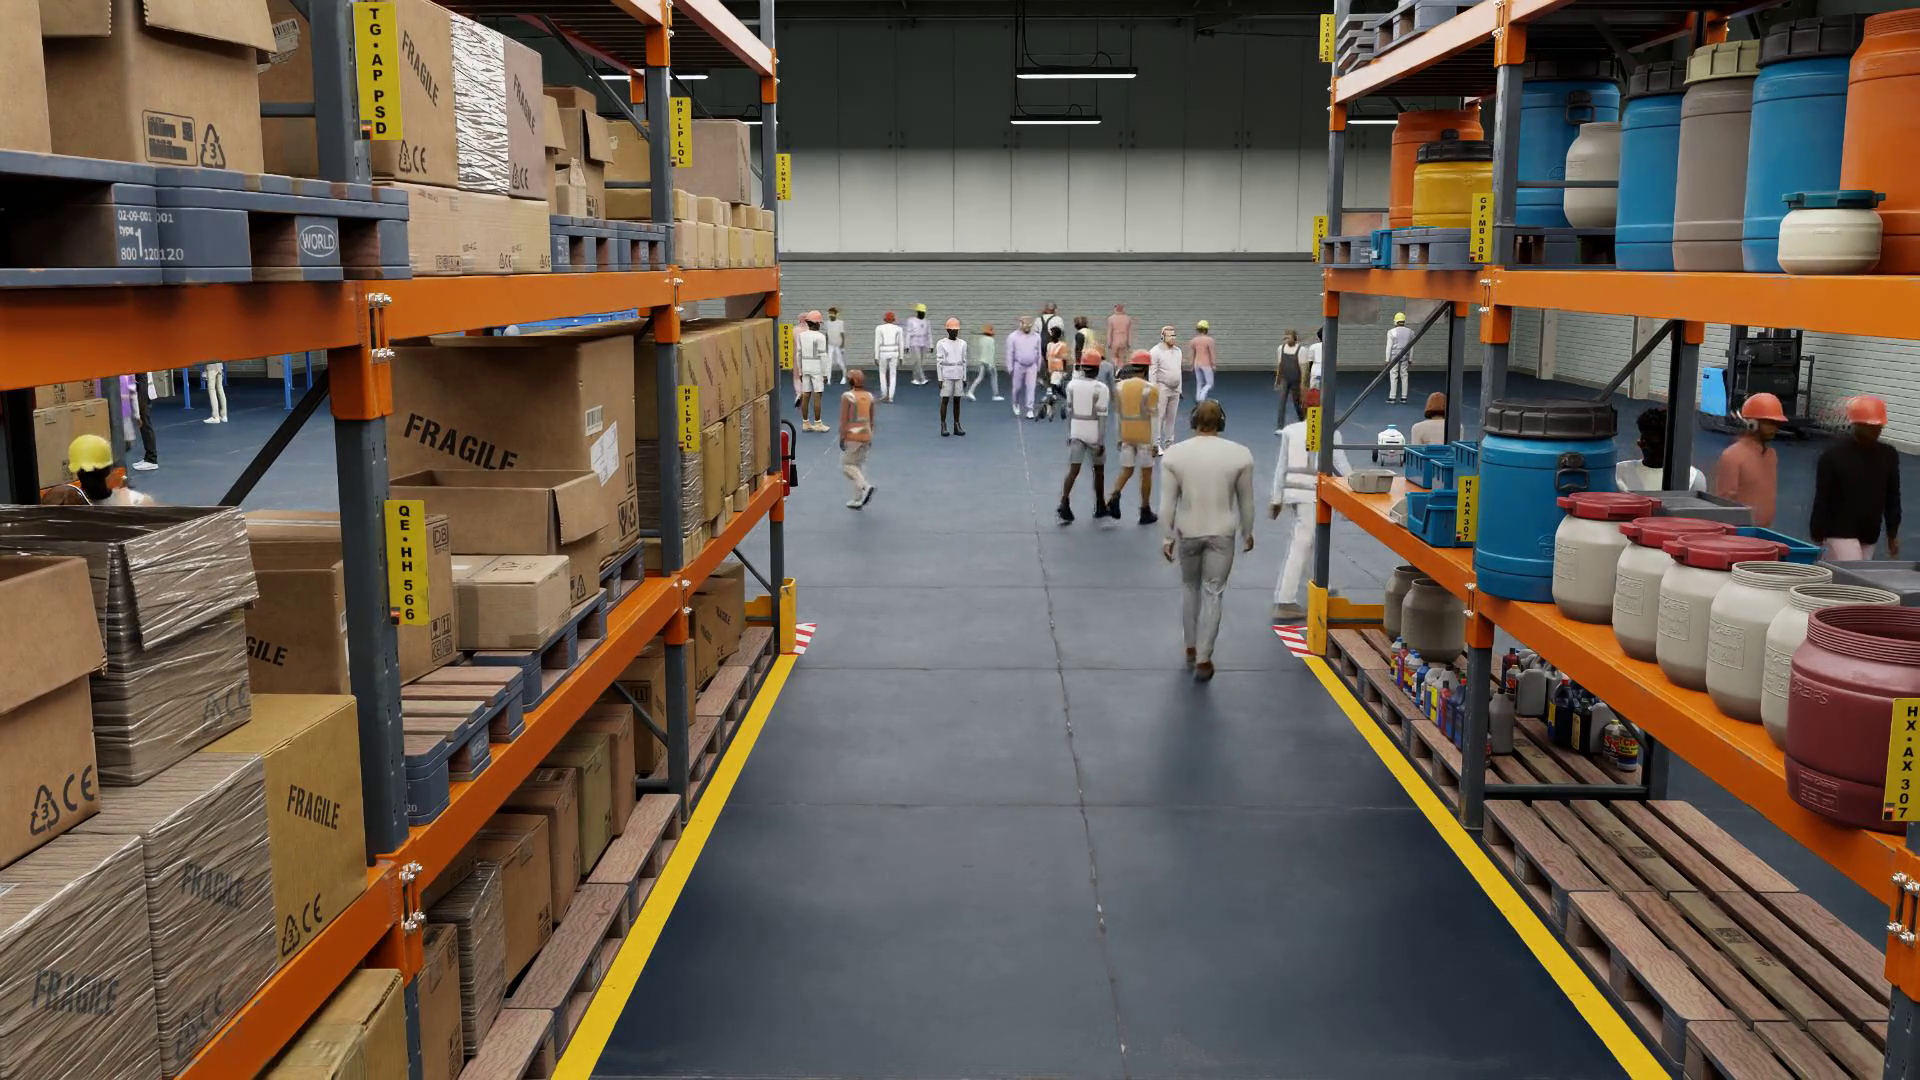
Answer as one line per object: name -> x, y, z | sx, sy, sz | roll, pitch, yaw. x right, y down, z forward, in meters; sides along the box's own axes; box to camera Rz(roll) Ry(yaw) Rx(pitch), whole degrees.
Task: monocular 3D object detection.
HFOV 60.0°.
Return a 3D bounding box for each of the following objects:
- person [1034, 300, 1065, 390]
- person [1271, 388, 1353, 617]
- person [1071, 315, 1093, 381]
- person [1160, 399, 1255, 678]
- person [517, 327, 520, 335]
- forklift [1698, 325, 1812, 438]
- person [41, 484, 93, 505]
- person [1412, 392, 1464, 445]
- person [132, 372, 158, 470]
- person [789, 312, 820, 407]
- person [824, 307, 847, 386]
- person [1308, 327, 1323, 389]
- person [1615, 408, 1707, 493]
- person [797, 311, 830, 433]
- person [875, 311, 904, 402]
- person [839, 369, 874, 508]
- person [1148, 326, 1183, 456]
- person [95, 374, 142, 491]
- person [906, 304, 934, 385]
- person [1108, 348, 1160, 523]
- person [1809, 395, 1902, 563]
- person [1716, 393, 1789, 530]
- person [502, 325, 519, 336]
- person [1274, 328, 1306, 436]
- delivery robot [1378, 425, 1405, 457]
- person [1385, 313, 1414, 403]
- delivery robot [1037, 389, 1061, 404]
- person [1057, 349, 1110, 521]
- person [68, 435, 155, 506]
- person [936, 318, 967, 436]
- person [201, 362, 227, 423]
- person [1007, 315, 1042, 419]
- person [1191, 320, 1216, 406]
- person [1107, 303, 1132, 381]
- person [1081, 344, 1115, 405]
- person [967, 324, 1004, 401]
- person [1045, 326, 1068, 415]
person -> 2.058, -4.332, 37.118 | 0.690, 2.000, 0.537 | 8, 12, 40
person -> 2.915, -0.310, 13.542 | 0.934, 1.822, 0.734 | -5, 11, -30
person -> 2.429, -3.473, 32.503 | 0.527, 1.824, 0.645 | 4, 10, 21
person -> 1.747, -0.040, 11.675 | 0.635, 1.903, 0.863 | 3, 10, 17
person -> -11.486, -5.060, 42.562 | 0.307, 1.638, 0.512 | 9, 13, 43
forklift -> 13.248, -3.165, 27.620 | 1.129, 2.768, 1.873 | 0, 9, 1
person -> -4.075, 0.654, 7.724 | 0.636, 1.842, 0.429 | -3, 10, -16
person -> 4.510, -0.587, 15.775 | 0.498, 1.633, 0.282 | 0, 9, 1
person -> -11.337, -1.942, 23.051 | 0.374, 1.915, 0.597 | -5, 11, -27
person -> -3.022, -3.482, 32.372 | 0.661, 1.882, 0.420 | -1, 10, -7
person -> -2.920, -4.540, 38.950 | 0.583, 1.817, 0.950 | 3, 10, 19
person -> 6.506, -2.969, 29.847 | 0.537, 1.700, 0.318 | 6, 11, 34
person -> 4.296, 0.151, 10.381 | 0.612, 1.957, 0.380 | 4, 10, 25
person -> -2.461, -2.845, 28.082 | 0.614, 2.041, 0.390 | 7, 12, 35
person -> -1.465, -3.774, 34.178 | 0.609, 1.858, 0.760 | -2, 10, -10
person -> -1.150, -1.162, 19.233 | 0.487, 1.620, 0.542 | 8, 13, 41
person -> 3.083, -2.220, 24.742 | 0.651, 1.907, 0.409 | -7, 12, -38
person -> -10.664, -1.584, 20.935 | 0.798, 1.913, 0.549 | 6, 11, 33
person -> -0.875, -4.524, 38.598 | 0.611, 1.880, 0.943 | -7, 12, -35
person -> 1.918, -1.131, 18.192 | 0.556, 1.919, 0.635 | 7, 12, 36
person -> 6.271, -0.077, 11.811 | 0.627, 1.957, 0.948 | -3, 10, -16
person -> 5.310, -0.028, 11.394 | 0.626, 1.981, 0.596 | -7, 12, -38
person -> -8.539, -3.391, 31.659 | 0.354, 1.938, 0.636 | -1, 10, -8
person -> 5.542, -2.667, 27.809 | 0.565, 1.788, 0.961 | 6, 11, 32
delivery robot -> 6.150, -1.398, 23.709 | 0.477, 0.478, 0.707 | 2, 10, 11
person -> 8.926, -3.704, 33.853 | 0.600, 1.830, 0.404 | -2, 10, -13
delivery robot -> 1.634, -2.627, 30.291 | 0.335, 0.223, 0.698 | 4, 10, 22
person -> 1.388, -1.171, 18.501 | 0.553, 1.908, 0.947 | 6, 11, 31
person -> -4.773, 0.371, 9.238 | 0.616, 1.892, 0.841 | -3, 10, -16
person -> -0.120, -2.697, 27.510 | 0.545, 1.938, 0.359 | -5, 11, -26
person -> -13.359, -3.028, 29.737 | 0.327, 1.865, 0.516 | 3, 10, 15
person -> 1.186, -3.204, 30.689 | 0.648, 1.881, 0.821 | -1, 10, -8
person -> 4.654, -3.344, 31.914 | 0.473, 1.763, 0.554 | -9, 13, -44
person -> 3.828, -4.759, 39.997 | 0.650, 1.890, 0.515 | -4, 10, -20
person -> 2.111, -2.186, 25.399 | 0.532, 1.608, 0.681 | 1, 10, 7
person -> 0.516, -3.666, 34.346 | 0.831, 1.598, 0.507 | -6, 11, -32
person -> 1.857, -3.204, 31.369 | 0.822, 1.663, 0.538 | -6, 11, -32
